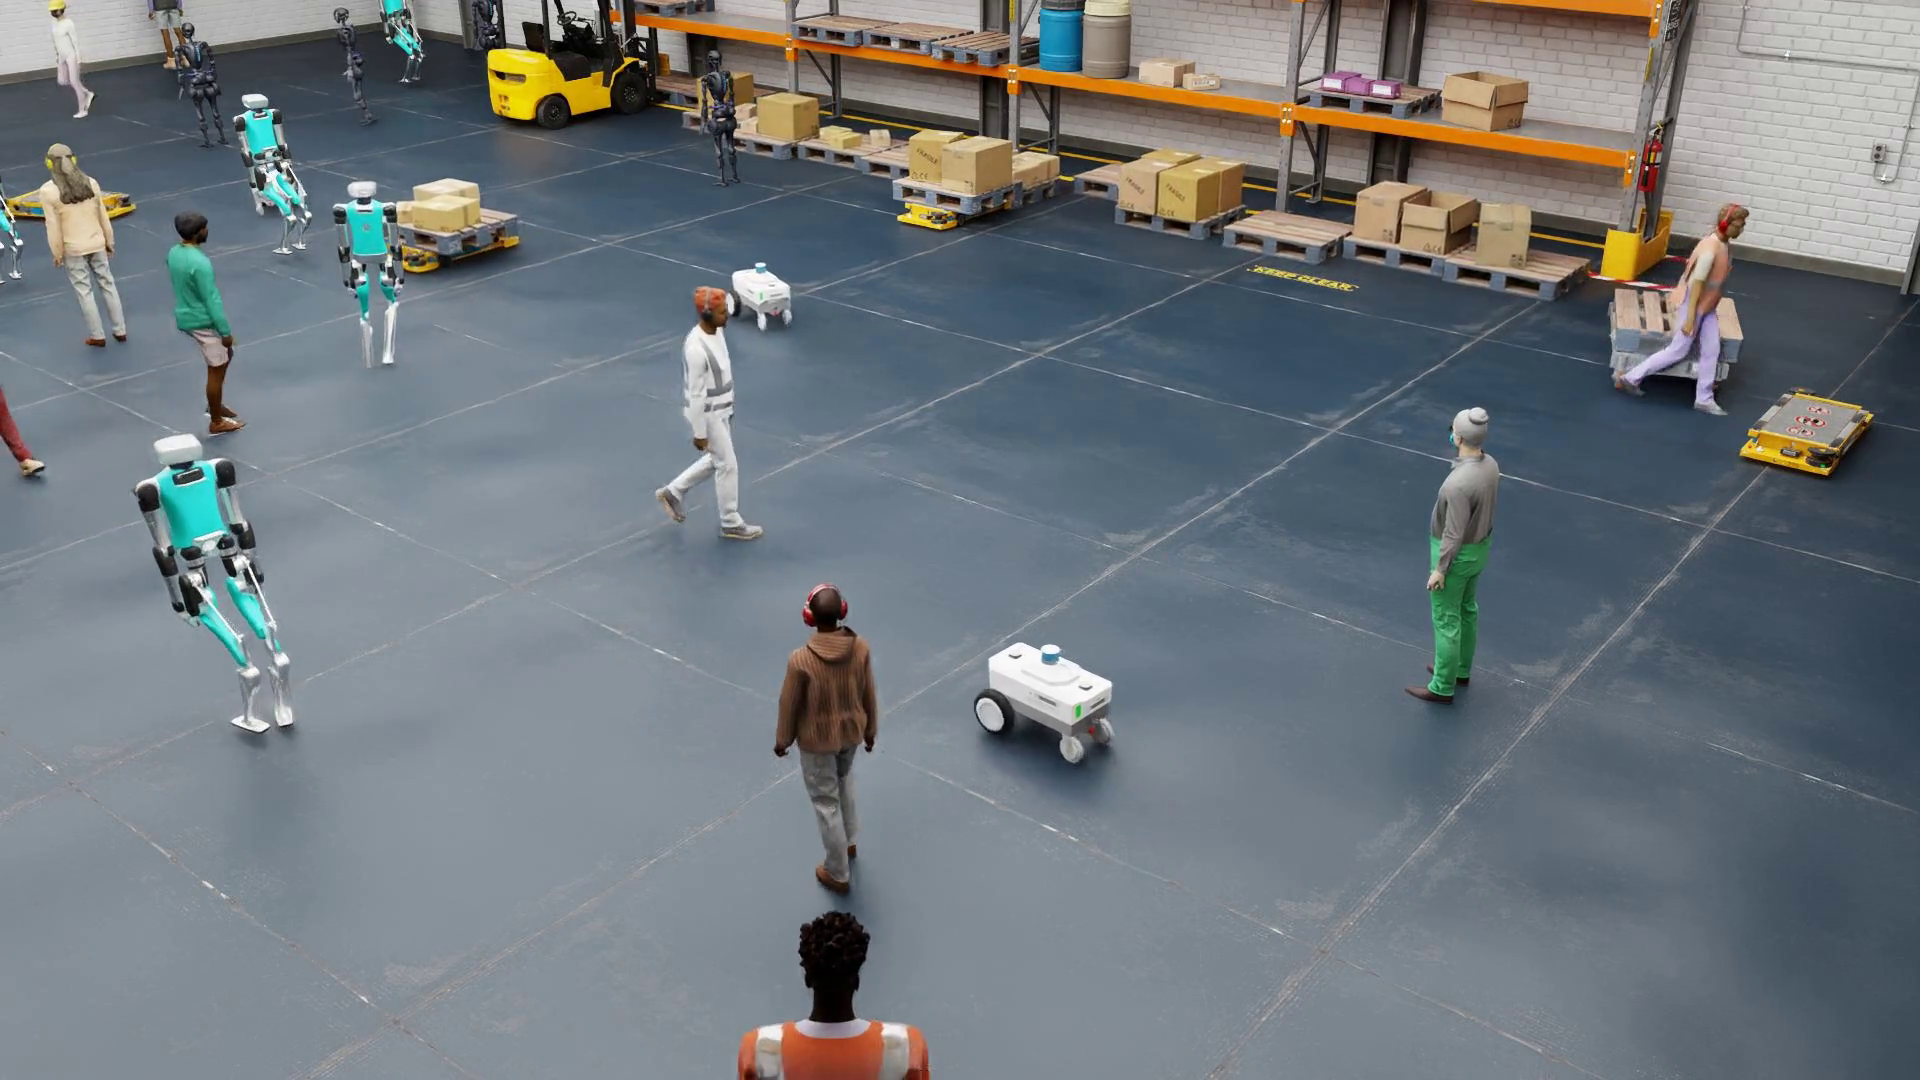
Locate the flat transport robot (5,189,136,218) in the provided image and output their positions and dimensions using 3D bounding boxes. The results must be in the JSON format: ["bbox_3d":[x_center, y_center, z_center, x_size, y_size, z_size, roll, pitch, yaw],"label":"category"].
[{"bbox_3d":[-10.665,-3.983,19.820,1.431,0.231,0.659,6,26,13],"label":"flat transport robot"}]

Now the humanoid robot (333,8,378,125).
[{"bbox_3d":[-8.826,-6.912,24.261,0.390,1.638,0.604,-9,27,-18],"label":"humanoid robot"}]

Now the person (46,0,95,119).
[{"bbox_3d":[-13.223,-7.190,24.746,0.533,1.750,0.457,13,29,26],"label":"person"}]

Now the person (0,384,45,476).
[{"bbox_3d":[-7.496,-1.287,12.578,0.949,1.708,0.527,8,27,16],"label":"person"}]

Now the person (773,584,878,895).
[{"bbox_3d":[-0.675,0.937,8.054,0.476,1.637,0.552,-17,31,-31],"label":"person"}]

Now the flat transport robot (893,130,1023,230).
[{"bbox_3d":[-0.027,-3.956,19.764,0.659,0.231,1.431,19,32,34],"label":"flat transport robot"}]

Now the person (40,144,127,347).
[{"bbox_3d":[-8.085,-2.700,15.340,0.385,1.869,0.573,21,33,36],"label":"person"}]

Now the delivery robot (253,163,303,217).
[{"bbox_3d":[-8.244,-4.221,20.005,0.499,0.614,0.815,-4,26,-8],"label":"delivery robot"}]

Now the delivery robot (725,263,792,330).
[{"bbox_3d":[-1.931,-2.395,16.193,0.499,0.587,0.777,-14,29,-27],"label":"delivery robot"}]

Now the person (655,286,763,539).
[{"bbox_3d":[-1.784,-0.874,11.546,0.685,1.861,0.588,1,26,2],"label":"person"}]

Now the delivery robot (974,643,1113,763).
[{"bbox_3d":[0.491,0.876,9.438,0.801,0.604,0.499,22,33,38],"label":"delivery robot"}]

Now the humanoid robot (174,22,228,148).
[{"bbox_3d":[-10.489,-6.277,22.933,0.315,1.657,0.599,19,32,34],"label":"humanoid robot"}]

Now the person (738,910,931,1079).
[{"bbox_3d":[-0.387,2.012,5.498,0.627,1.919,0.938,0,26,1],"label":"person"}]

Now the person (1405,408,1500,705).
[{"bbox_3d":[2.872,0.078,9.598,0.328,1.843,0.518,20,32,35],"label":"person"}]

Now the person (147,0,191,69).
[{"bbox_3d":[-13.570,-9.089,28.356,0.391,2.041,0.610,20,32,35],"label":"person"}]

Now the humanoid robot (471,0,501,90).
[{"bbox_3d":[-7.558,-8.091,26.692,0.315,1.657,0.599,19,32,34],"label":"humanoid robot"}]

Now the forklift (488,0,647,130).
[{"bbox_3d":[-5.874,-7.334,24.552,1.214,2.155,2.313,19,32,34],"label":"forklift"}]

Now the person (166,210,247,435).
[{"bbox_3d":[-6.041,-1.740,13.375,0.538,1.830,0.511,21,33,36],"label":"person"}]

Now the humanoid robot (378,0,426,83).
[{"bbox_3d":[-8.909,-8.194,26.698,0.735,1.677,0.533,19,32,34],"label":"humanoid robot"}]

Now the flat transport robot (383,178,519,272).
[{"bbox_3d":[-5.608,-3.224,18.247,0.659,0.231,1.431,16,30,30],"label":"flat transport robot"}]

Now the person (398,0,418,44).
[{"bbox_3d":[-10.311,-10.007,30.716,0.310,1.639,0.518,20,32,35],"label":"person"}]

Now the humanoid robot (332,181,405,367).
[{"bbox_3d":[-5.193,-2.315,14.796,0.540,1.866,0.780,-7,27,-14],"label":"humanoid robot"}]

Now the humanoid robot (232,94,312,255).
[{"bbox_3d":[-7.258,-3.877,17.758,0.735,1.677,0.533,19,32,34],"label":"humanoid robot"}]

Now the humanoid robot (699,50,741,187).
[{"bbox_3d":[-3.029,-5.314,20.941,0.315,1.657,0.599,19,32,34],"label":"humanoid robot"}]

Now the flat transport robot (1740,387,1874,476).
[{"bbox_3d":[6.841,-0.882,13.396,0.659,0.231,1.431,19,32,34],"label":"flat transport robot"}]

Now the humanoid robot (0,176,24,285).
[{"bbox_3d":[-9.815,-3.401,16.772,0.735,1.677,0.533,19,32,34],"label":"humanoid robot"}]

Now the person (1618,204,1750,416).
[{"bbox_3d":[6.085,-1.943,13.859,0.862,1.802,0.579,20,32,36],"label":"person"}]

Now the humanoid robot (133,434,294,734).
[{"bbox_3d":[-4.031,0.313,9.181,0.798,1.723,0.542,23,34,39],"label":"humanoid robot"}]
